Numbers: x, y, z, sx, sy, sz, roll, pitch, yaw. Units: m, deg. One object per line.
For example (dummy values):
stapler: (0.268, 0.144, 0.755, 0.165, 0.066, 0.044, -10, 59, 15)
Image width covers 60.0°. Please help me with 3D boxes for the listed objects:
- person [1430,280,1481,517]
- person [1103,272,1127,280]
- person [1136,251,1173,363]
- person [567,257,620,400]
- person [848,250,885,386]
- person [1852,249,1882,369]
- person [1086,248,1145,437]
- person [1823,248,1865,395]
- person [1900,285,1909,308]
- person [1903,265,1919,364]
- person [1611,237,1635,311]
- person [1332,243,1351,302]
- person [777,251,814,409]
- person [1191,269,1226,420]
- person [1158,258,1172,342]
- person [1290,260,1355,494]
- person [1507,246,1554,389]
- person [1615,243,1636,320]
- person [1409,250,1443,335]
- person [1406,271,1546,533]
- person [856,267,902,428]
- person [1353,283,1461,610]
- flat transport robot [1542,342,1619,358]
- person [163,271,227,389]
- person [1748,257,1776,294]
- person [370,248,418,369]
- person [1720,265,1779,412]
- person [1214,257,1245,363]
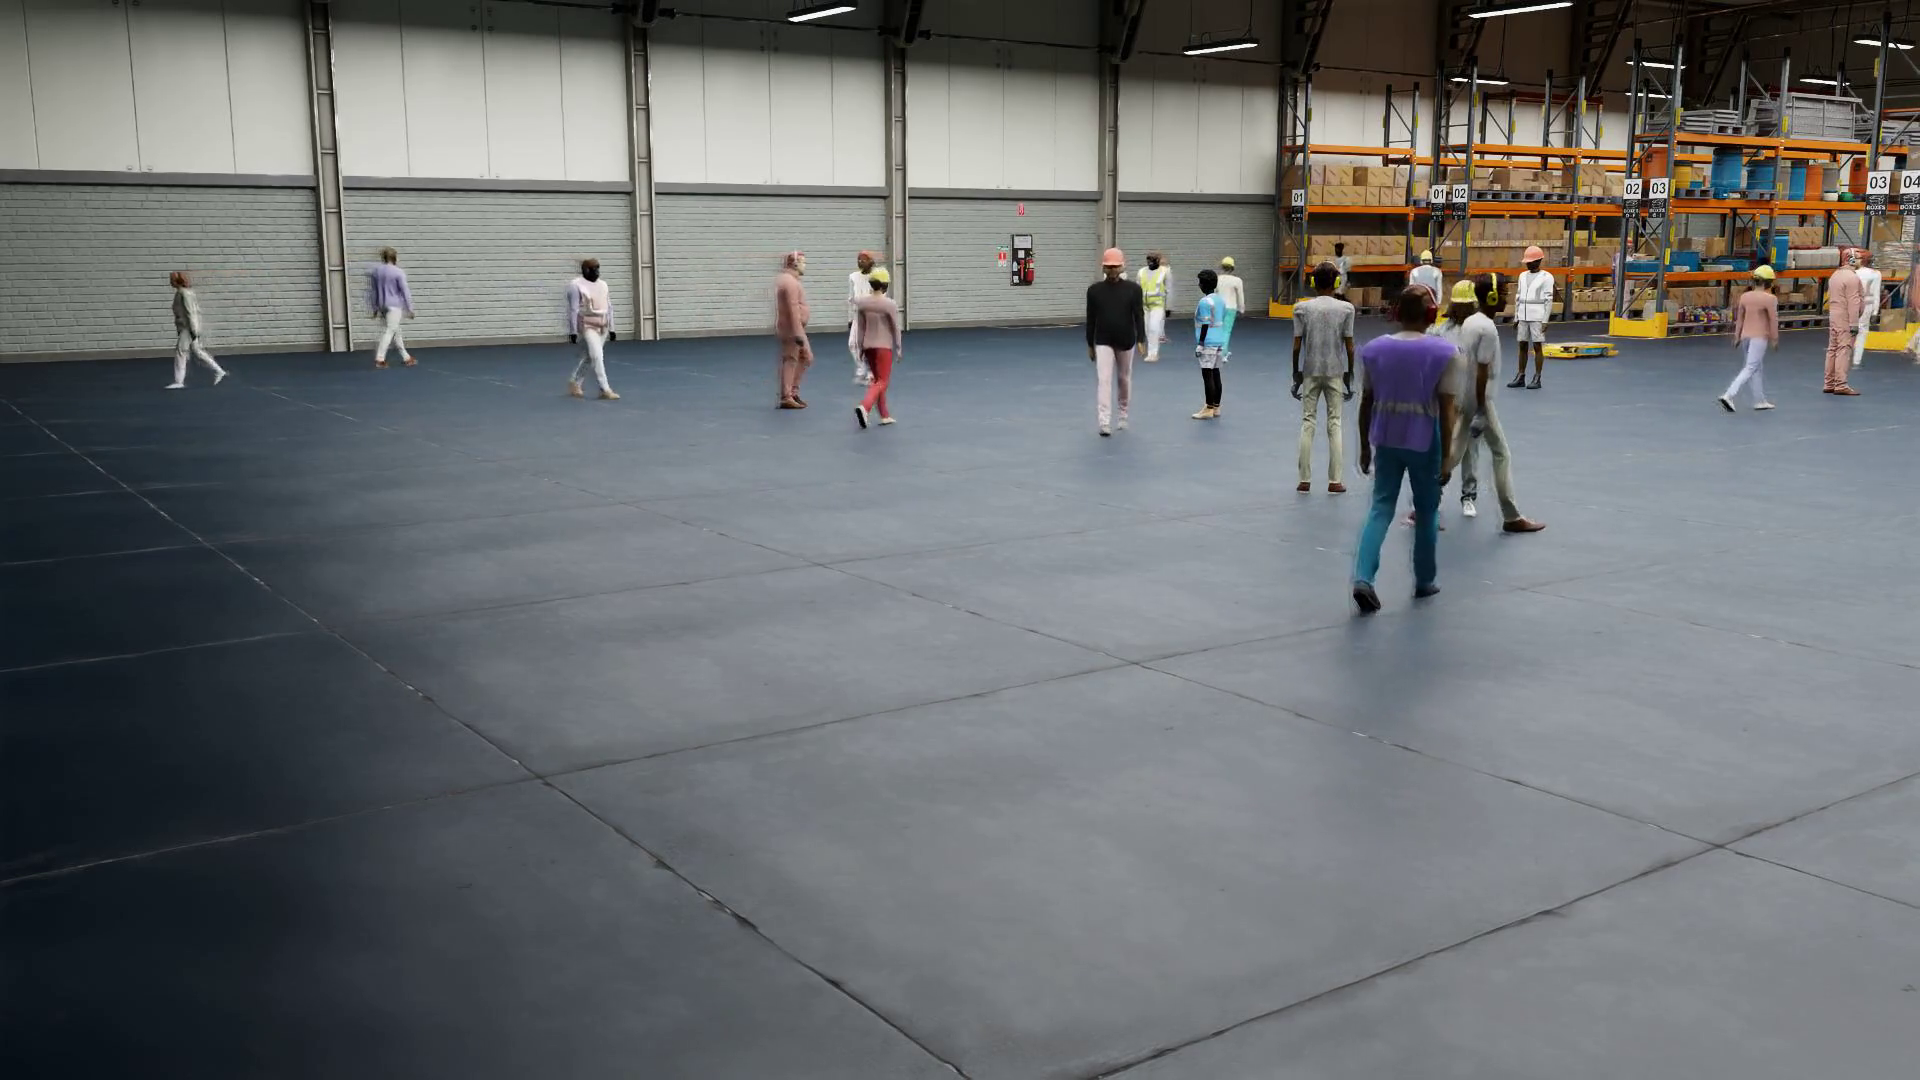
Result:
person: (3.680, -1.041, 12.287, 0.486, 1.742, 0.300, 4, 11, 22)
person: (3.170, -4.954, 34.074, 0.499, 1.626, 0.305, 4, 11, 19)
person: (3.108, -3.821, 27.340, 0.641, 1.816, 0.792, 8, 13, 37)
person: (-4.731, -2.706, 21.246, 0.924, 1.809, 0.629, 6, 12, 31)
person: (-1.318, -3.033, 22.852, 0.615, 1.867, 0.528, 5, 11, 25)
person: (13.908, -3.561, 25.758, 0.581, 1.867, 0.566, 9, 14, 41)
person: (1.630, -2.080, 17.461, 0.624, 1.950, 1.047, 1, 10, 8)
person: (11.589, -2.851, 21.744, 0.410, 1.913, 0.643, 1, 10, 4)
person: (19.223, -4.986, 33.406, 0.625, 1.934, 0.364, 5, 12, 27)
person: (15.744, -3.842, 27.001, 0.428, 1.980, 0.635, -1, 10, -3)
person: (15.512, -6.037, 38.850, 0.391, 2.040, 0.615, -5, 11, -25)
person: (9.481, -6.474, 41.624, 1.030, 1.914, 0.618, -5, 11, -25)
person: (-1.967, -2.508, 19.917, 0.488, 1.886, 0.664, -1, 10, -3)
person: (2.816, -2.208, 18.819, 0.319, 1.692, 0.533, 6, 12, 29)
person: (3.995, -4.722, 32.764, 0.286, 1.631, 0.502, -3, 11, -17)
person: (2.911, -1.298, 13.336, 0.513, 1.876, 0.328, 3, 11, 17)
person: (7.754, -3.014, 22.593, 0.374, 1.928, 0.543, -7, 13, -35)
person: (14.746, -5.594, 36.783, 0.407, 1.913, 0.641, -1, 10, -8)
person: (8.601, -4.449, 30.754, 0.613, 1.818, 0.625, 4, 11, 19)
person: (3.579, -0.941, 11.537, 0.963, 1.831, 0.539, -1, 10, -5)
person: (-0.907, -2.078, 17.987, 0.531, 1.736, 0.778, 7, 12, 32)
person: (2.463, -0.520, 9.251, 0.578, 1.811, 0.935, 7, 13, 35)
flat transport robot: (10.610, -3.276, 28.571, 1.431, 0.197, 0.652, -7, 12, -33)
person: (-10.490, -2.876, 22.729, 0.797, 1.610, 0.527, -7, 12, -33)
person: (16.427, -4.976, 34.101, 0.539, 1.656, 0.844, 3, 11, 17)
person: (-8.947, -3.643, 26.162, 0.650, 1.890, 1.019, 5, 11, 25)
person: (9.362, -2.382, 19.653, 0.855, 1.734, 0.540, -3, 11, -18)
person: (4.413, -3.801, 27.477, 0.564, 1.718, 0.910, 5, 12, 27)
